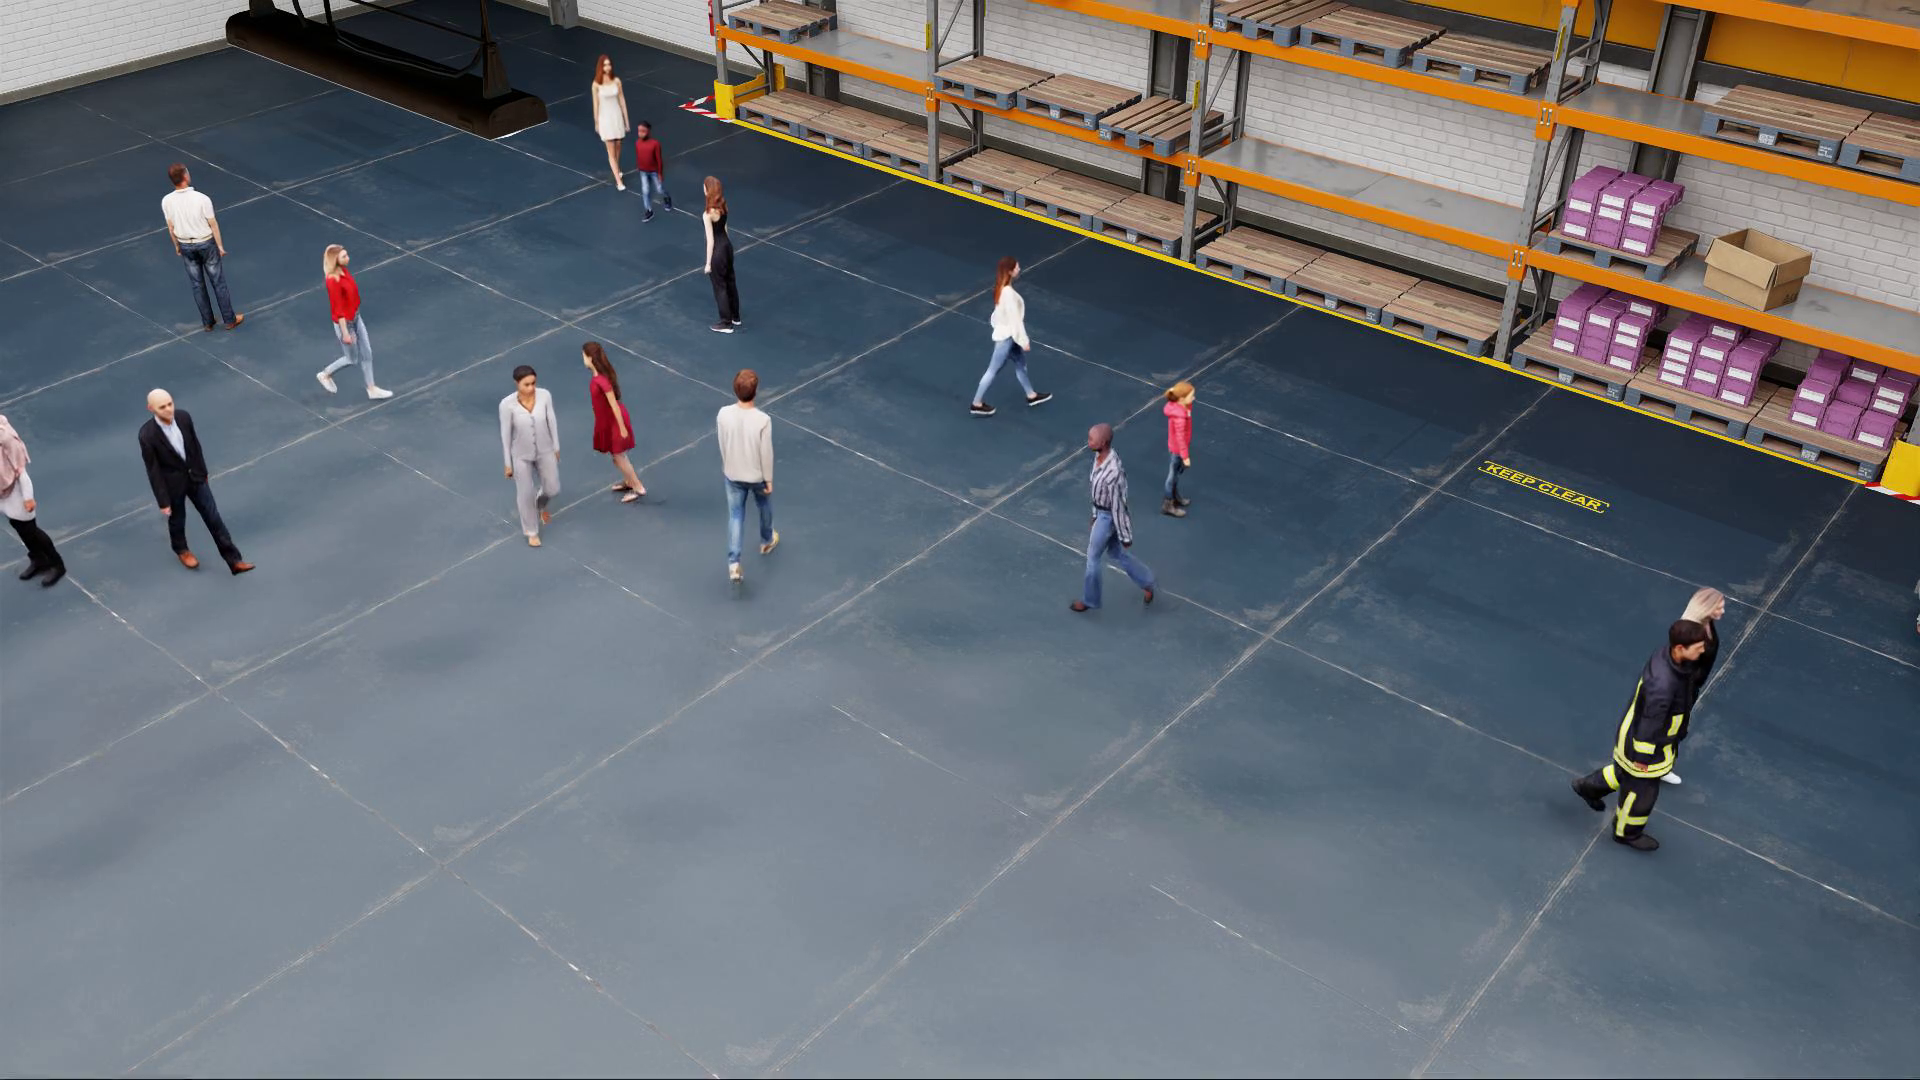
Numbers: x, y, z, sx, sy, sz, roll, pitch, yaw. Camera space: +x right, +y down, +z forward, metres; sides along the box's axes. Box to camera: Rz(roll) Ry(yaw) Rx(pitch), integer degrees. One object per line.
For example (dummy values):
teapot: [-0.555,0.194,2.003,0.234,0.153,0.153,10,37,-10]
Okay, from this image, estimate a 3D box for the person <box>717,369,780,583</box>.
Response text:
person: [-1.817,-0.503,13.951,1.214,1.871,1.123,5,34,7]

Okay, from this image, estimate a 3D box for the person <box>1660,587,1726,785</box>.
person: [5.027,1.013,11.849,0.697,1.673,0.619,24,41,32]

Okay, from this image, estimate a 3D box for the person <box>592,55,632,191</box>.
person: [-4.536,-5.450,21.576,0.850,1.670,1.145,-16,37,-23]

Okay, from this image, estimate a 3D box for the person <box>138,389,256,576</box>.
person: [-6.620,-0.491,14.039,1.195,1.755,0.793,21,39,29]

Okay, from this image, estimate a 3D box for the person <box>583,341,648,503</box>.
person: [-3.113,-1.080,15.135,0.844,1.522,0.743,-22,39,-29]

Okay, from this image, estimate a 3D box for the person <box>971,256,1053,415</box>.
person: [0.385,-1.954,16.334,1.132,1.650,1.076,-4,34,-6]

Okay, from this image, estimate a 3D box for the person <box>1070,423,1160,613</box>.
person: [1.304,-0.146,13.524,1.099,1.749,1.028,-5,34,-8]

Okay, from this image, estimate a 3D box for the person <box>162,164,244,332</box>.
person: [-8.230,-3.146,17.947,0.741,1.849,0.799,-3,34,-5]

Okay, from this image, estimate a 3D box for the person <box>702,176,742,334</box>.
person: [-2.589,-3.087,17.953,0.608,1.746,0.647,12,36,18]

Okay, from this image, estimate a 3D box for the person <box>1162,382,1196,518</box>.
person: [1.930,-0.820,14.932,0.642,1.313,0.611,7,34,11]

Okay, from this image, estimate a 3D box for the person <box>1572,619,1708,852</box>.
person: [4.584,1.267,11.252,0.964,1.912,0.876,18,38,25]

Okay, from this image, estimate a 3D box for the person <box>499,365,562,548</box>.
person: [-3.754,-0.794,14.528,0.819,1.717,0.865,-12,35,-17]

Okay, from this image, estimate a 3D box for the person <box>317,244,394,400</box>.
person: [-6.174,-2.154,16.601,1.044,1.687,0.960,-1,34,-1]

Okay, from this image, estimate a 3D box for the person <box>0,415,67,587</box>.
person: [-7.927,-0.429,13.907,0.626,1.797,0.759,12,35,17]

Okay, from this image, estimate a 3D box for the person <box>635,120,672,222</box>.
person: [-3.831,-4.636,20.740,0.797,1.240,0.768,7,34,11]
